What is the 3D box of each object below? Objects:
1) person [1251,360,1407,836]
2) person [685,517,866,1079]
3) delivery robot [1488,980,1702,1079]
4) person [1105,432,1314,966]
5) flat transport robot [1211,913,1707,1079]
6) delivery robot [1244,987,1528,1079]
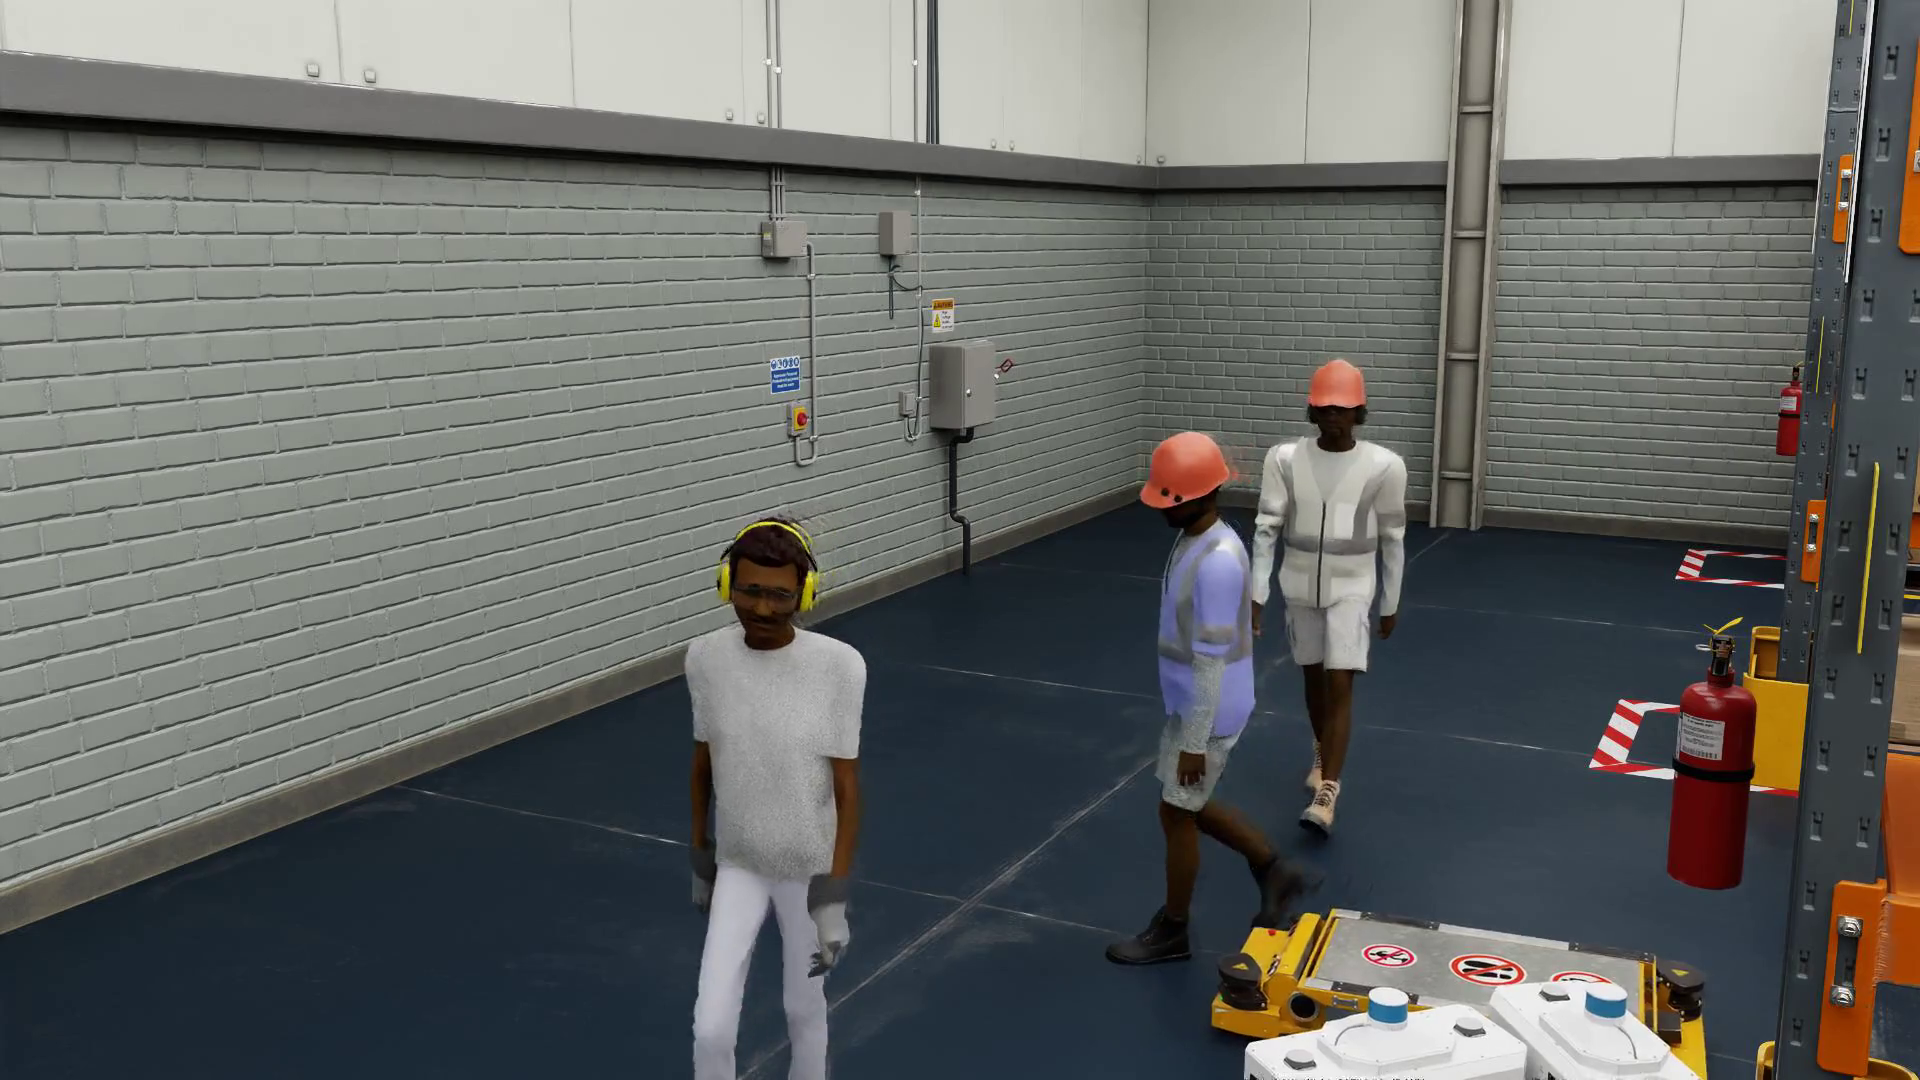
[{"bbox_3d":[1.571,0.230,7.158,0.614,1.989,1.050,5,12,25],"label":"person"},{"bbox_3d":[-0.486,0.858,4.136,0.501,1.835,0.728,2,11,12],"label":"person"},{"bbox_3d":[1.683,1.408,4.367,0.477,0.478,0.707,-2,10,-8],"label":"delivery robot"},{"bbox_3d":[0.872,0.559,5.629,0.654,1.892,0.589,-1,10,-3],"label":"person"},{"bbox_3d":[1.572,1.435,5.247,1.431,0.197,0.652,4,11,21],"label":"flat transport robot"},{"bbox_3d":[1.106,1.413,4.338,0.707,0.478,0.477,-4,11,-19],"label":"delivery robot"}]
